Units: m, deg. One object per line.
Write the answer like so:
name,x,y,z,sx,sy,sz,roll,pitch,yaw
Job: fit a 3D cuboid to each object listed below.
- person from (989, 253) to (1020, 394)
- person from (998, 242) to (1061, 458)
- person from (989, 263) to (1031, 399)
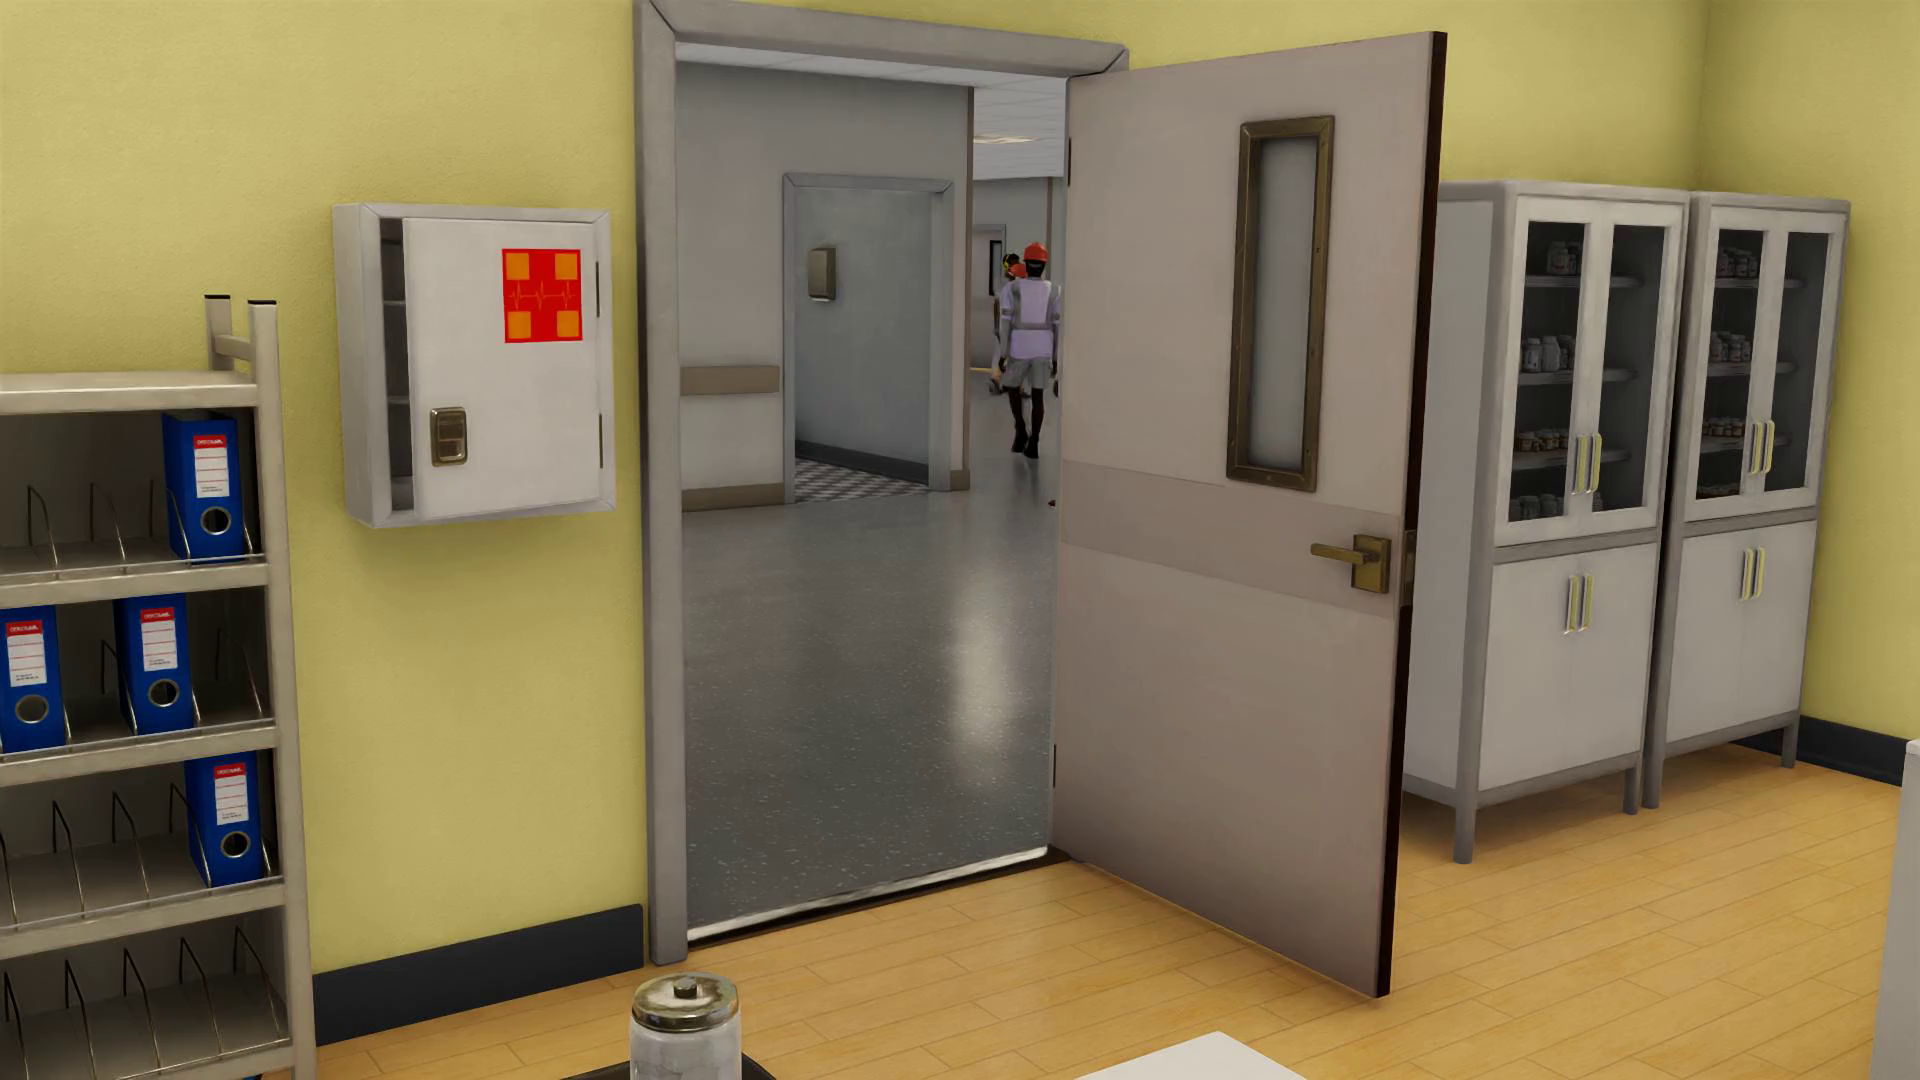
person,0.619,-2.871,22.113,0.331,1.862,0.509,9,13,41
person,0.626,-1.688,14.853,0.585,1.920,0.408,0,10,-5
person,0.689,-2.648,21.155,0.517,1.728,0.586,-5,11,-30
